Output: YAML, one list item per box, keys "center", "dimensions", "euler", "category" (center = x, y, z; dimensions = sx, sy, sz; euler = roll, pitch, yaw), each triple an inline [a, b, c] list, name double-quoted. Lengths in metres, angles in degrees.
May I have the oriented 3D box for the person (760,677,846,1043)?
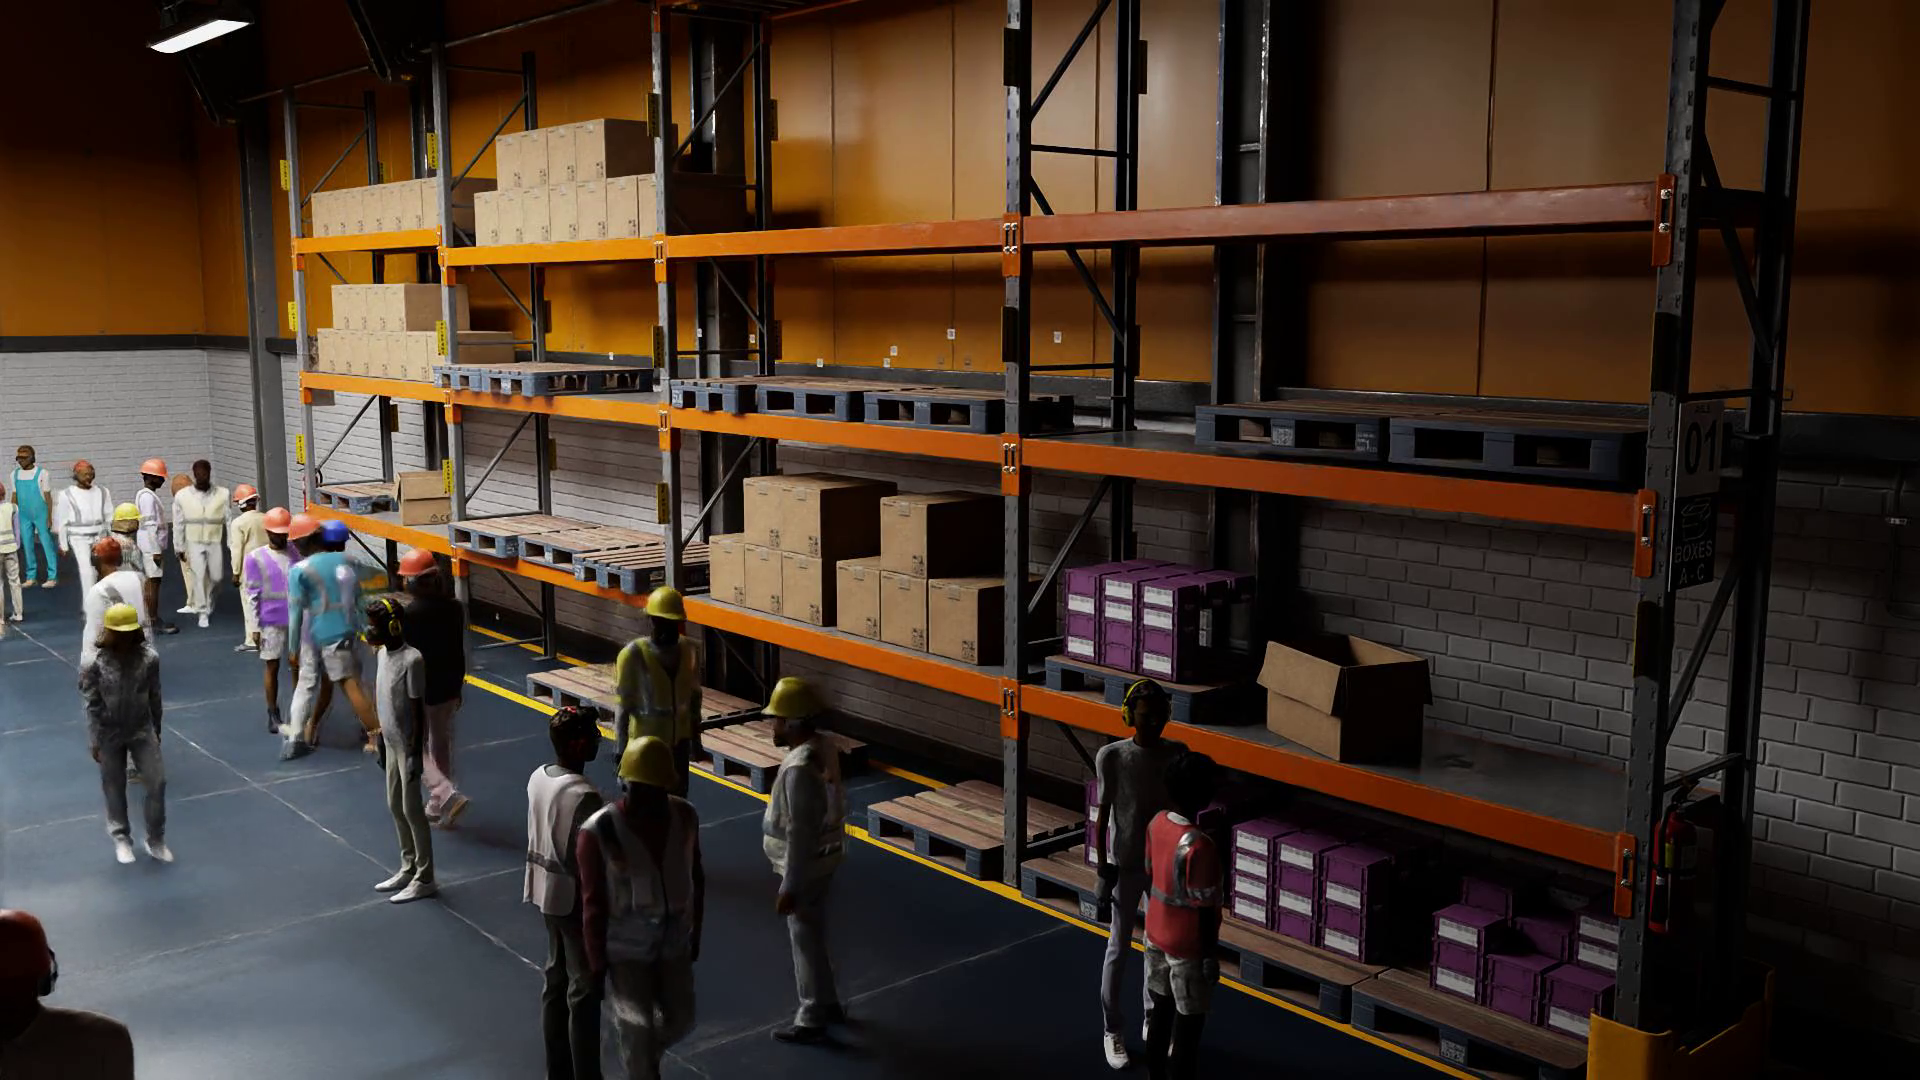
- center: [-0.778, 1.575, 8.177]
  dimensions: [0.421, 1.823, 0.618]
  euler: [0, 8, 3]
  category: "person"

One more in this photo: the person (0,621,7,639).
- center: [-10.682, 0.100, 17.786]
  dimensions: [0.905, 2.008, 0.631]
  euler: [0, 8, -3]
  category: "person"

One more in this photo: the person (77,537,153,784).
- center: [-6.461, 0.908, 12.622]
  dimensions: [0.594, 1.865, 0.687]
  euler: [1, 8, 5]
  category: "person"

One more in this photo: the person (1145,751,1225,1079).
- center: [0.992, 1.759, 7.308]
  dimensions: [0.316, 1.697, 0.540]
  euler: [-3, 9, -19]
  category: "person"

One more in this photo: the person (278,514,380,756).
- center: [-5.055, 0.767, 13.342]
  dimensions: [1.136, 1.948, 0.611]
  euler: [3, 9, 22]
  category: "person"

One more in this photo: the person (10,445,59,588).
- center: [-11.767, -0.292, 21.103]
  dimensions: [0.505, 1.838, 0.345]
  euler: [0, 8, 1]
  category: "person"

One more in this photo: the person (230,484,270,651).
- center: [-7.412, 0.287, 17.405]
  dimensions: [0.356, 1.739, 0.572]
  euler: [3, 9, 18]
  category: "person"

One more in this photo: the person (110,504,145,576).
- center: [-7.867, 0.519, 15.801]
  dimensions: [0.315, 1.735, 0.483]
  euler: [-5, 9, -30]
  category: "person"

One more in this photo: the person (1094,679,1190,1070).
- center: [0.885, 1.579, 7.962]
  dimensions: [0.514, 1.872, 0.328]
  euler: [-3, 9, -21]
  category: "person"

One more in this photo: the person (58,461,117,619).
- center: [-9.749, 0.041, 18.742]
  dimensions: [0.917, 1.848, 0.579]
  euler: [5, 10, 33]
  category: "person"

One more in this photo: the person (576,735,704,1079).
- center: [-1.378, 1.713, 7.215]
  dimensions: [0.601, 1.814, 0.576]
  euler: [-6, 10, -37]
  category: "person"

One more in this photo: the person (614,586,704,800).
- center: [-1.924, 1.207, 10.450]
  dimensions: [0.601, 1.909, 0.662]
  euler: [-7, 11, -42]
  category: "person"

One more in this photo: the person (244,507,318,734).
- center: [-5.724, 0.676, 14.063]
  dimensions: [0.548, 1.925, 0.392]
  euler: [-8, 11, -42]
  category: "person"

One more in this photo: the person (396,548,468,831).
- center: [-3.585, 1.038, 11.354]
  dimensions: [0.573, 1.978, 0.629]
  euler: [5, 10, 32]
  category: "person"

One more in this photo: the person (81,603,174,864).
- center: [-5.350, 1.263, 10.696]
  dimensions: [0.489, 1.722, 0.607]
  euler: [-7, 11, -40]
  category: "person"

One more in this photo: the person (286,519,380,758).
- center: [-5.116, 0.777, 13.496]
  dimensions: [0.604, 1.892, 1.033]
  euler: [2, 9, 16]
  category: "person"

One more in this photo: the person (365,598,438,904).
- center: [-3.425, 1.271, 10.170]
  dimensions: [0.336, 1.856, 0.529]
  euler: [-8, 11, -44]
  category: "person"

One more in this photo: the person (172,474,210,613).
- center: [-9.039, 0.042, 19.503]
  dimensions: [0.282, 1.629, 0.504]
  euler: [2, 8, 12]
  category: "person"

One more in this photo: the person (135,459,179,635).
- center: [-8.812, 0.073, 18.230]
  dimensions: [0.373, 1.928, 0.543]
  euler: [-5, 9, -30]
  category: "person"

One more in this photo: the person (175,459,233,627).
- center: [-8.532, 0.011, 18.798]
  dimensions: [0.596, 1.898, 0.657]
  euler: [-5, 9, -29]
  category: "person"

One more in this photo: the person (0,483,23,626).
- center: [-10.813, 0.144, 18.728]
  dimensions: [0.306, 1.640, 0.522]
  euler: [4, 9, 24]
  category: "person"

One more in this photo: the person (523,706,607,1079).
- center: [-1.748, 1.656, 7.507]
  dimensions: [0.390, 1.846, 0.563]
  euler: [-7, 11, -41]
  category: "person"

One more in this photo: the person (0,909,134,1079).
- center: [-2.636, 1.991, 4.714]
  dimensions: [0.615, 1.984, 0.408]
  euler: [-3, 9, -22]
  category: "person"
